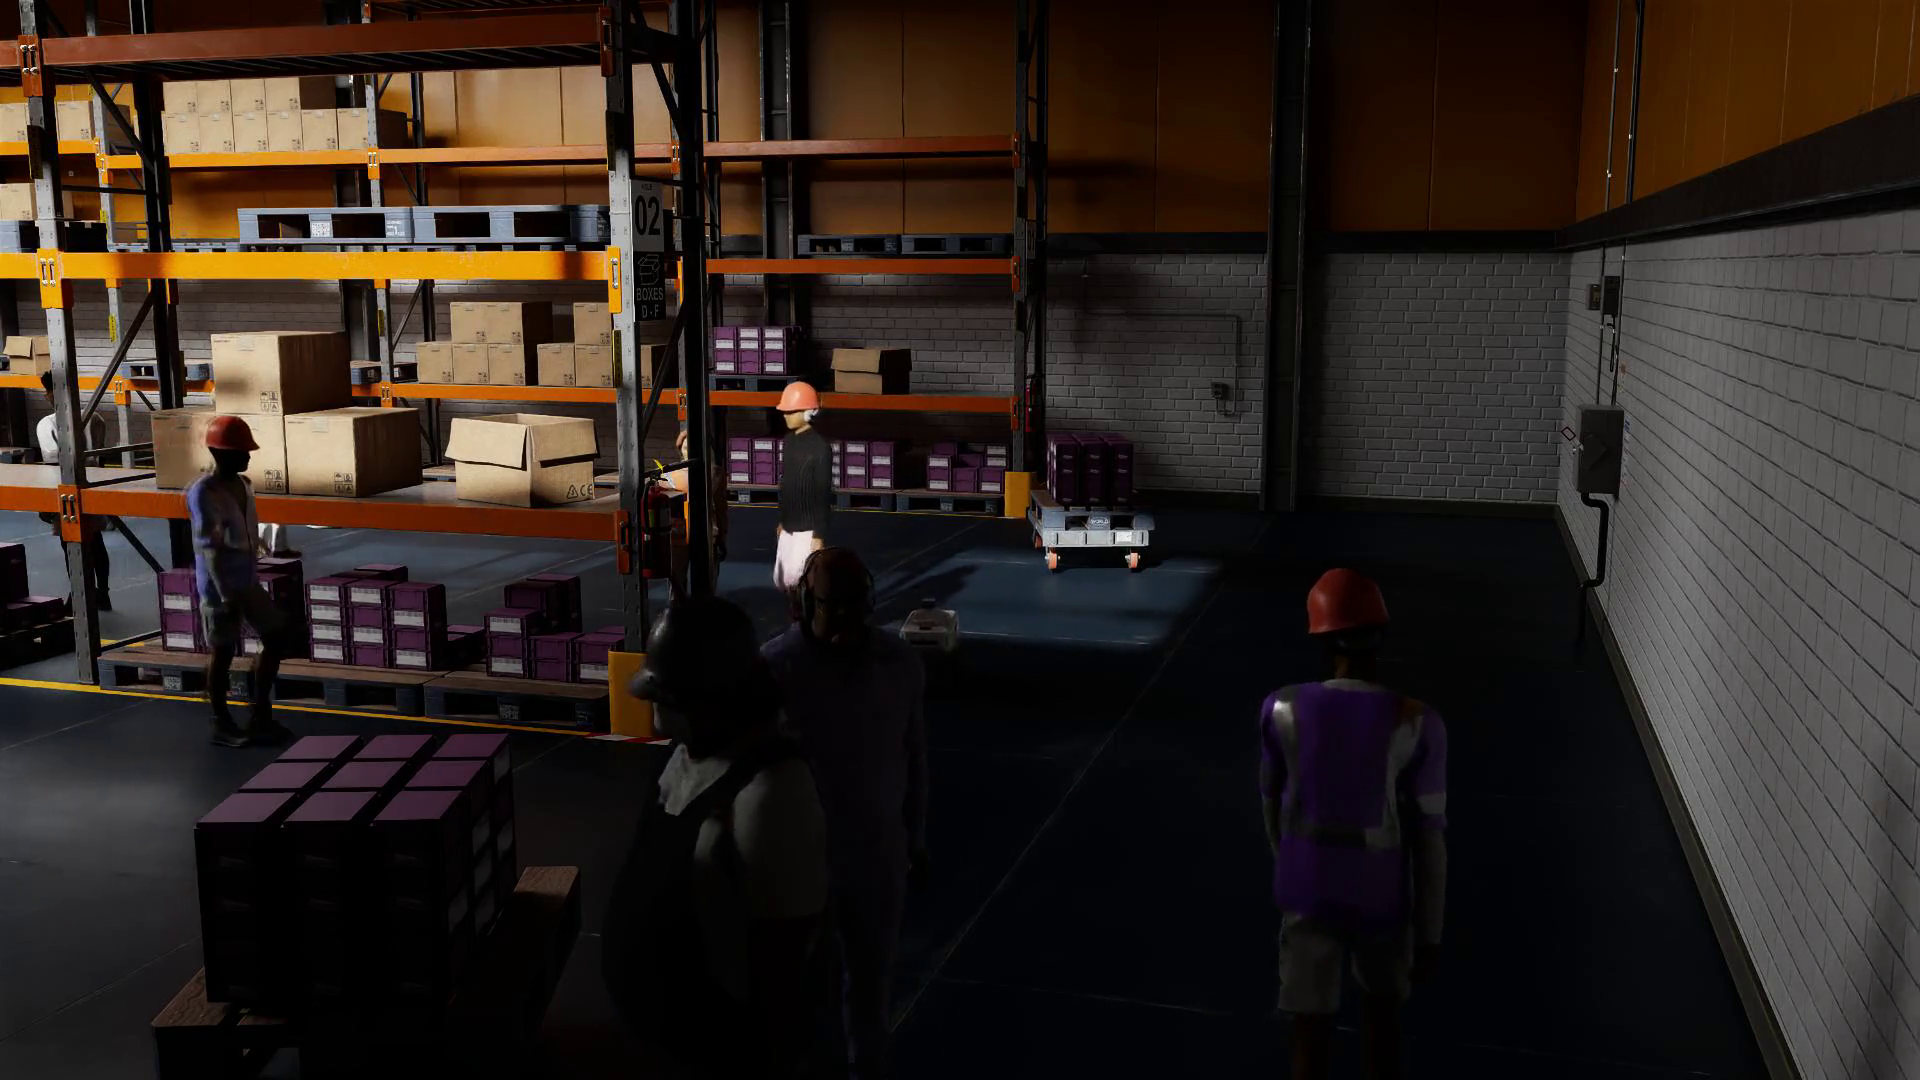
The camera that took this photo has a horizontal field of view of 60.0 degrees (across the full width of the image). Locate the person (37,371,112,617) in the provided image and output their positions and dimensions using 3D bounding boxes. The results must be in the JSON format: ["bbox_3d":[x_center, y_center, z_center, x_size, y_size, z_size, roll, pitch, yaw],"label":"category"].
[{"bbox_3d":[-6.982,-0.373,13.086,0.376,1.959,0.603,3,10,16],"label":"person"}]

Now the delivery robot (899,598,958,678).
[{"bbox_3d":[-0.202,0.628,10.971,0.477,0.478,0.707,1,9,5],"label":"delivery robot"}]

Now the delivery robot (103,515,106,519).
[{"bbox_3d":[-9.165,-0.403,17.253,0.707,0.478,0.477,8,12,38],"label":"delivery robot"}]

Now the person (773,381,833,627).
[{"bbox_3d":[-1.064,-0.103,11.375,0.660,1.977,0.655,-5,11,-28],"label":"person"}]

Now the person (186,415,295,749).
[{"bbox_3d":[-4.056,0.253,9.392,0.583,1.913,0.551,2,10,15],"label":"person"}]

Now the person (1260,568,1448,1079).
[{"bbox_3d":[1.147,1.015,4.889,0.550,1.863,1.049,3,10,20],"label":"person"}]

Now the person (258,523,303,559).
[{"bbox_3d":[-6.408,-0.730,15.537,0.597,1.866,0.425,7,12,38],"label":"person"}]

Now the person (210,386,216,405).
[{"bbox_3d":[-7.212,-0.917,16.474,0.375,1.934,0.548,-4,10,-22],"label":"person"}]

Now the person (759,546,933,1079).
[{"bbox_3d":[-0.373,0.958,5.132,0.651,1.906,0.403,-4,10,-25],"label":"person"}]

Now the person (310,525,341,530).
[{"bbox_3d":[-6.625,-1.061,17.446,0.365,1.917,0.631,-2,10,-14],"label":"person"}]

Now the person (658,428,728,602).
[{"bbox_3d":[-1.872,0.029,11.617,0.512,1.638,0.307,-1,9,-9],"label":"person"}]
